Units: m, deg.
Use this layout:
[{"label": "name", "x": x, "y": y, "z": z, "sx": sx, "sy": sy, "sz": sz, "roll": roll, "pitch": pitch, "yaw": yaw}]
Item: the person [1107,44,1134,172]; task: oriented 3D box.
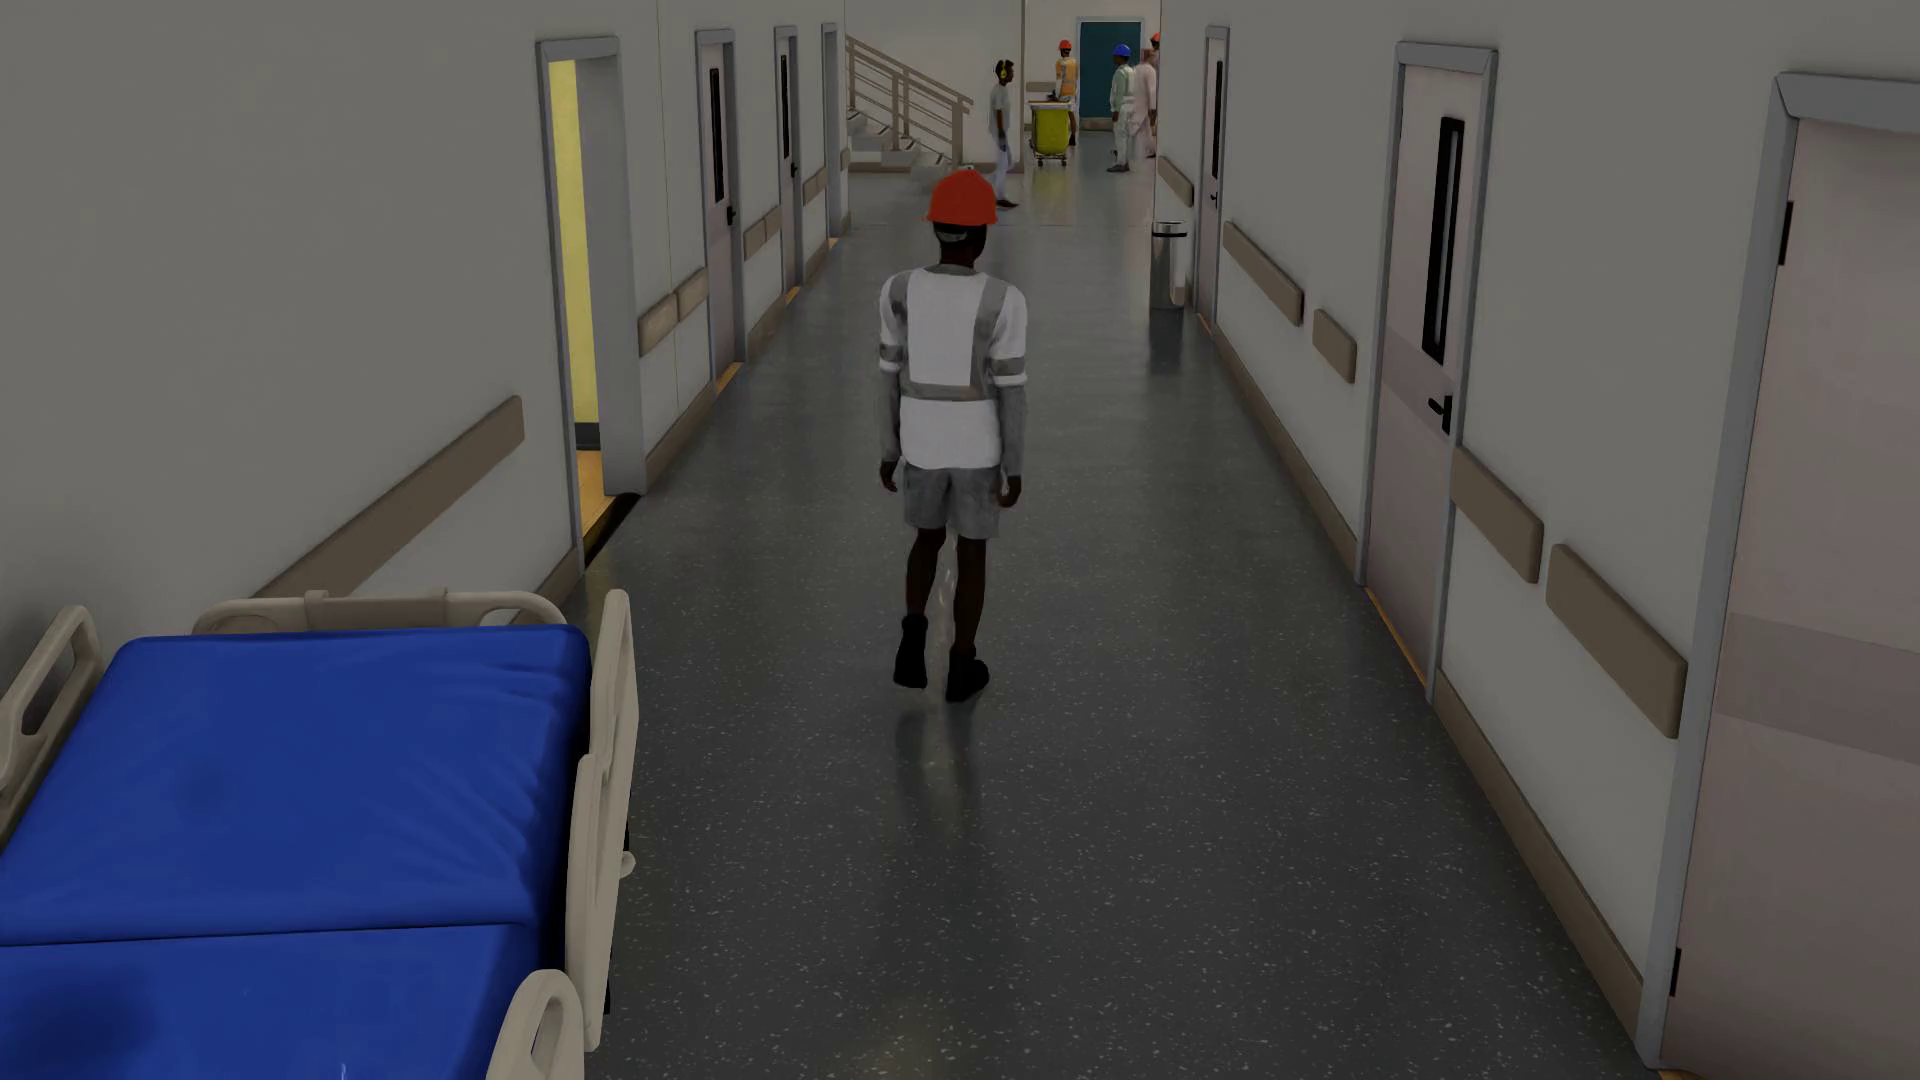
[{"label": "person", "x": 2.527, "y": -6.762, "z": 26.103, "sx": 0.395, "sy": 1.951, "sz": 0.619, "roll": 7, "pitch": 19, "yaw": 21}]

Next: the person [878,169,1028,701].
[{"label": "person", "x": -0.031, "y": -0.332, "z": 5.918, "sx": 0.564, "sy": 1.926, "sz": 0.491, "roll": 6, "pitch": 19, "yaw": 18}]

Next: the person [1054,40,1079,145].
[{"label": "person", "x": 1.969, "y": -8.381, "z": 31.200, "sx": 0.551, "sy": 1.935, "sz": 0.375, "roll": -14, "pitch": 22, "yaw": -37}]

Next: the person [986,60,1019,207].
[{"label": "person", "x": 0.517, "y": -5.211, "z": 21.377, "sx": 0.461, "sy": 1.856, "sz": 0.551, "roll": 3, "pitch": 18, "yaw": 9}]

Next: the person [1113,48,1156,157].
[{"label": "person", "x": 3.062, "y": -7.448, "z": 28.447, "sx": 1.044, "sy": 1.856, "sz": 0.673, "roll": -6, "pitch": 19, "yaw": -19}]
